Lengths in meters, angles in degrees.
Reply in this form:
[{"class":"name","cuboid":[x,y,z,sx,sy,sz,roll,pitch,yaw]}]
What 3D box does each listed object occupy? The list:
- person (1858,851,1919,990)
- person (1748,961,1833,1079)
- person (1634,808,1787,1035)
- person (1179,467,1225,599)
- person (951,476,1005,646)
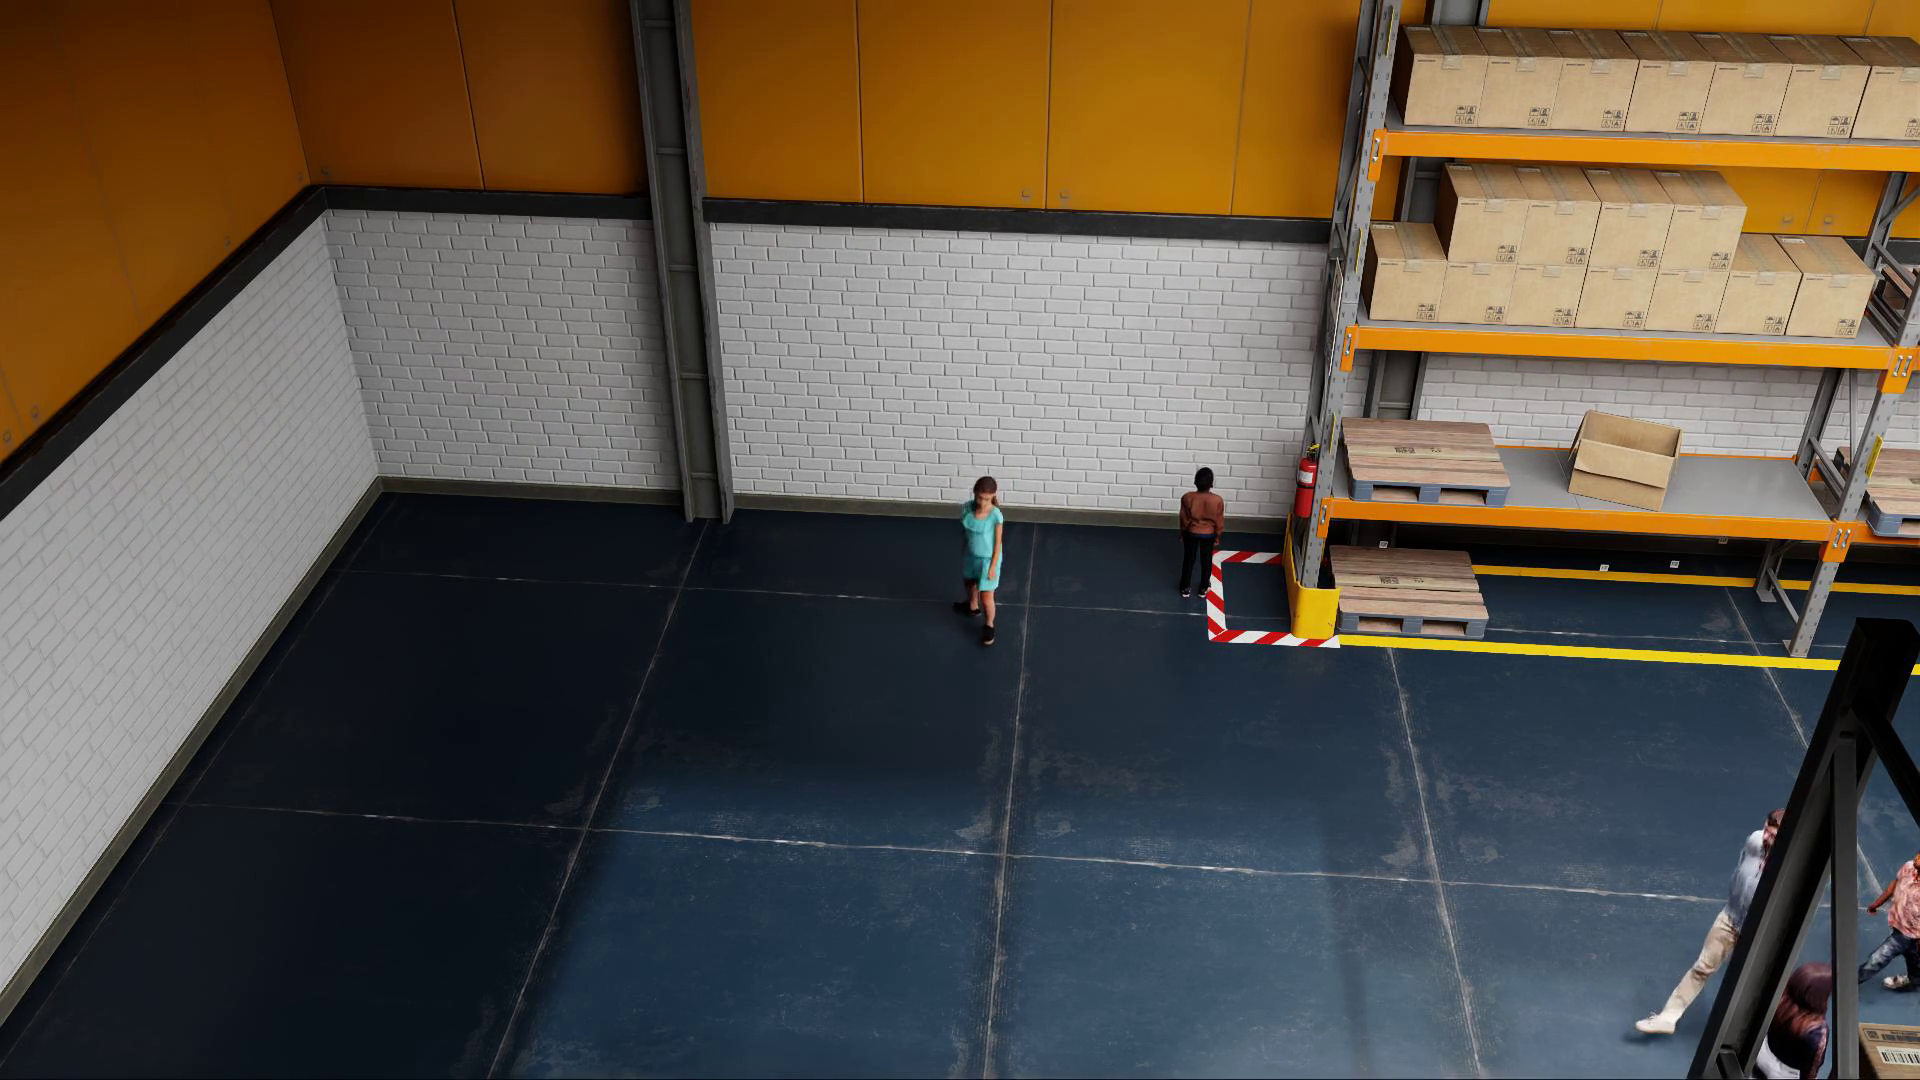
[{"class":"person","cuboid":[5.928,2.368,10.285,0.891,1.269,0.509,2,34,3]},{"class":"person","cuboid":[4.544,2.910,9.165,0.652,1.608,0.667,-8,34,-12]},{"class":"person","cuboid":[4.808,2.296,9.904,1.212,1.811,0.993,-13,36,-19]},{"class":"person","cuboid":[2.012,-0.066,13.961,0.427,1.255,0.588,5,34,7]},{"class":"person","cuboid":[0.171,0.119,13.426,0.898,1.539,0.793,-22,40,-30]}]
